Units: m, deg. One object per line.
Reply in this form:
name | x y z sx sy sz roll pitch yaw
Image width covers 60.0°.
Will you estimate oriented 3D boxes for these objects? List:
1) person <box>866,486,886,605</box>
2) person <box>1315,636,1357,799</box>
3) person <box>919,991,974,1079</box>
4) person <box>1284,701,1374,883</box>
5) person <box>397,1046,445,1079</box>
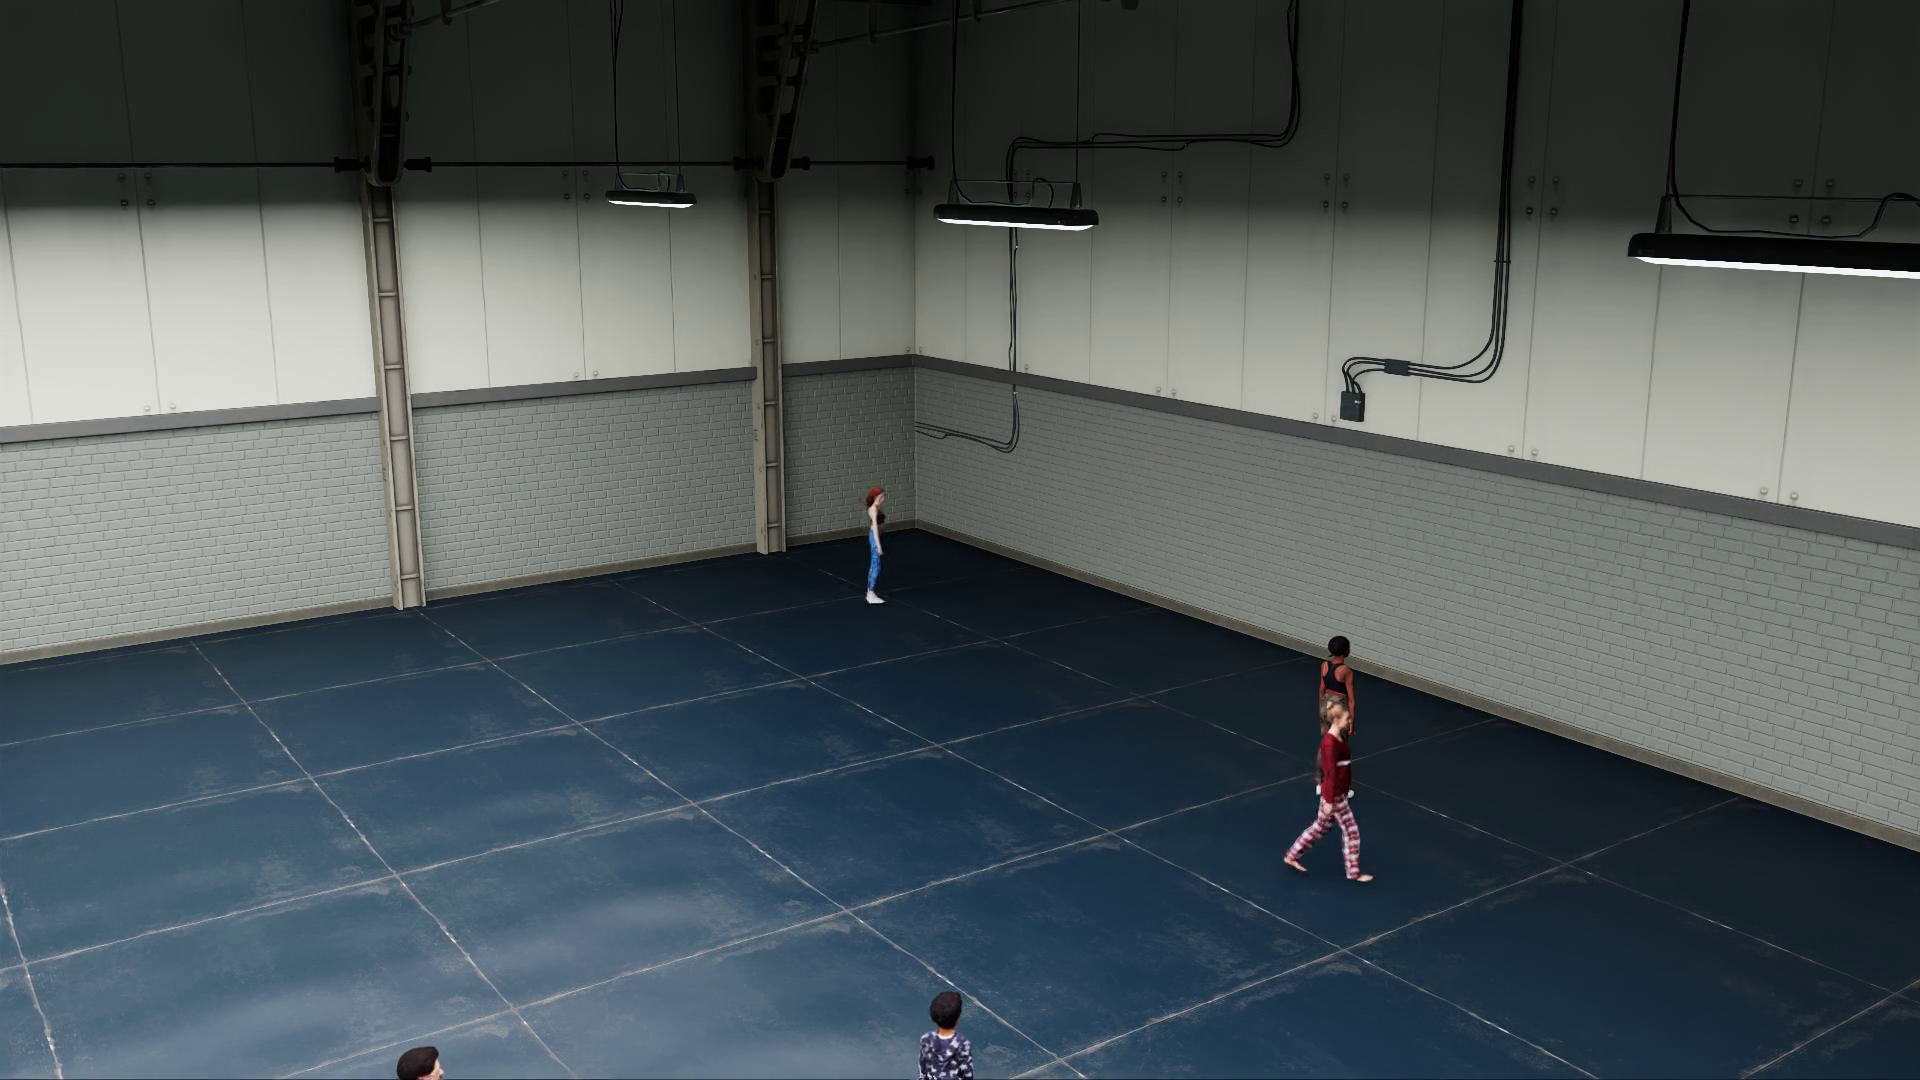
person | -1.254 0.060 24.307 0.801 1.764 0.834 -3 13 -13
person | 3.827 1.791 16.976 0.522 1.699 0.586 -10 17 -38
person | -0.113 3.496 10.625 0.578 1.243 0.624 4 14 16
person | 3.290 2.275 14.974 1.089 1.659 1.062 3 13 14
person | -2.898 3.578 8.842 0.601 1.887 0.686 -7 15 -28
